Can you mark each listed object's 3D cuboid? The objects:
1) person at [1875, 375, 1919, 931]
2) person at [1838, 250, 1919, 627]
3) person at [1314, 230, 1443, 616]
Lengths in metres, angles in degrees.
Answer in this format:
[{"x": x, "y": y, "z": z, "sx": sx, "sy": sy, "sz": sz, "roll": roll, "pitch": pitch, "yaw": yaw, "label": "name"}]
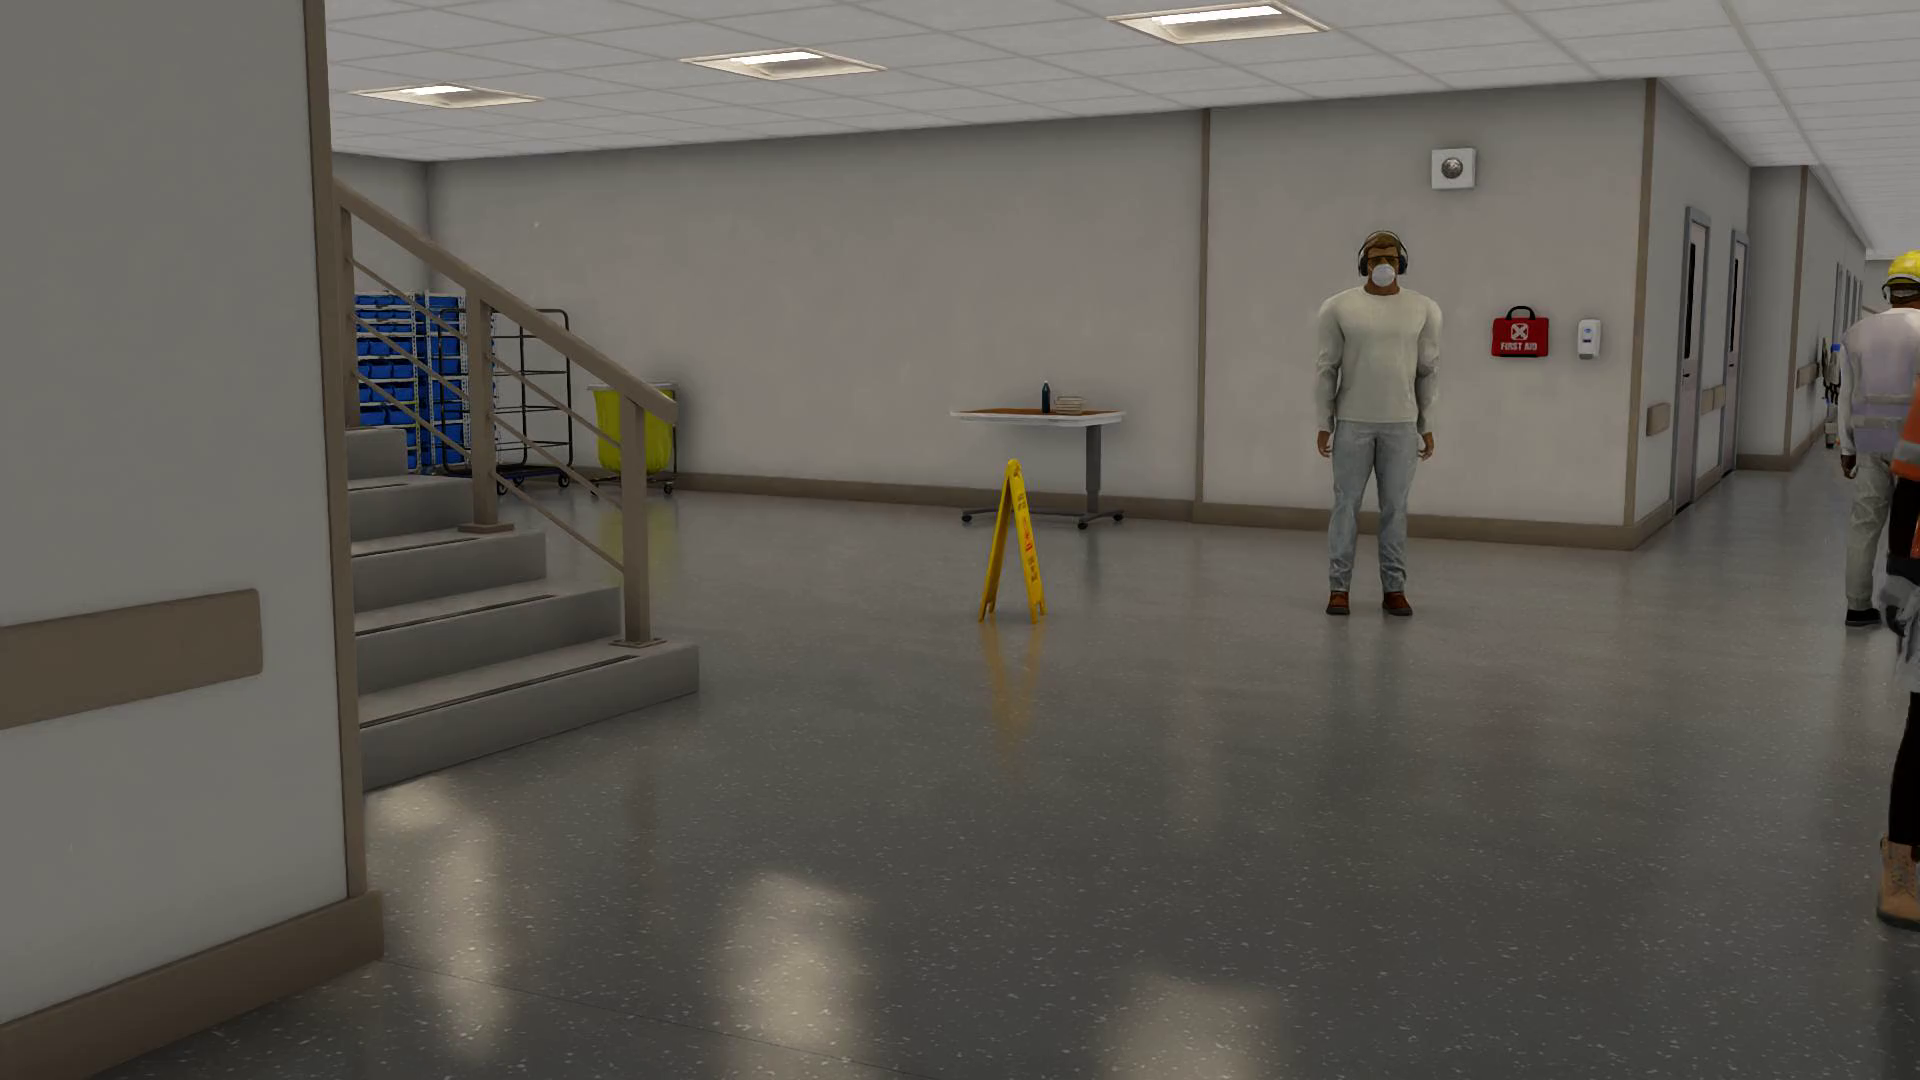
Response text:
[{"x": 2.490, "y": 0.131, "z": 3.954, "sx": 0.562, "sy": 1.674, "sz": 0.352, "roll": 3, "pitch": 8, "yaw": 23, "label": "person"}, {"x": 4.492, "y": -0.459, "z": 7.939, "sx": 0.403, "sy": 1.824, "sz": 0.590, "roll": -5, "pitch": 9, "yaw": -31, "label": "person"}, {"x": 2.107, "y": -0.581, "z": 8.414, "sx": 0.632, "sy": 1.940, "sz": 0.372, "roll": 1, "pitch": 7, "yaw": 5, "label": "person"}]
